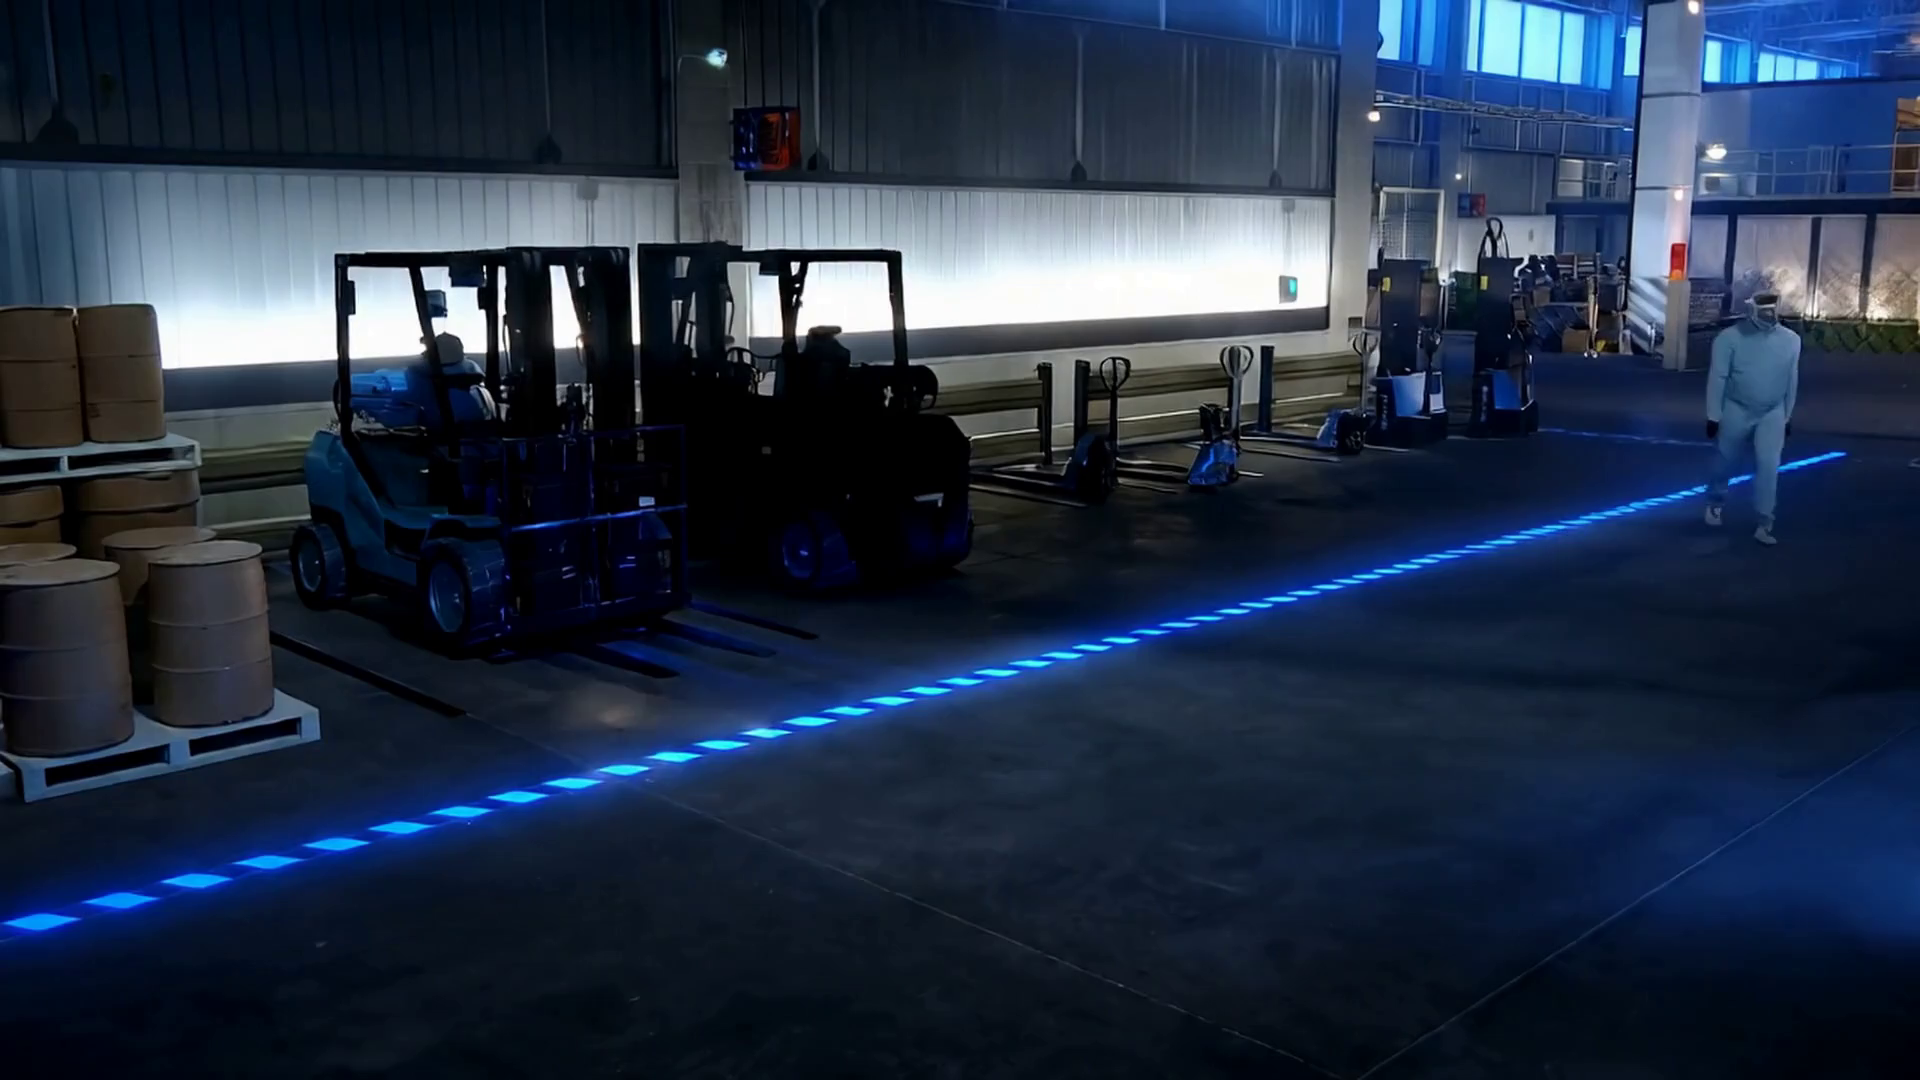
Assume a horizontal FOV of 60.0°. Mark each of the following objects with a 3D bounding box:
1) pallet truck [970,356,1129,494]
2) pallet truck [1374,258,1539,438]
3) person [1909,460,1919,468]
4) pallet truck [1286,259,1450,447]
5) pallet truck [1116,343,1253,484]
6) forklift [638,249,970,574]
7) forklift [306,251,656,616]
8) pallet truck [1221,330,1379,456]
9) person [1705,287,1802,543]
[{"bbox_3d":[0.784,-1.085,14.876,0.680,1.201,1.601,-10,14,-44],"label":"pallet truck"},{"bbox_3d":[5.704,-2.208,18.901,1.885,1.965,0.823,10,14,43],"label":"pallet truck"},{"bbox_3d":[9.373,-1.658,15.778,0.391,2.040,0.615,-1,10,-7],"label":"person"},{"bbox_3d":[4.493,-2.078,18.196,0.823,1.965,1.885,-9,14,-40],"label":"pallet truck"},{"bbox_3d":[1.962,-1.215,15.415,1.522,1.261,0.704,10,14,43],"label":"pallet truck"},{"bbox_3d":[-1.173,-0.958,11.239,2.680,1.987,1.157,10,14,43],"label":"forklift"},{"bbox_3d":[-2.833,-0.669,9.694,1.157,1.987,2.680,-10,14,-44],"label":"forklift"},{"bbox_3d":[3.563,-1.581,17.381,0.653,1.274,1.630,-10,14,-44],"label":"pallet truck"},{"bbox_3d":[5.924,-0.967,12.505,0.654,1.871,0.951,1,10,8],"label":"person"}]
